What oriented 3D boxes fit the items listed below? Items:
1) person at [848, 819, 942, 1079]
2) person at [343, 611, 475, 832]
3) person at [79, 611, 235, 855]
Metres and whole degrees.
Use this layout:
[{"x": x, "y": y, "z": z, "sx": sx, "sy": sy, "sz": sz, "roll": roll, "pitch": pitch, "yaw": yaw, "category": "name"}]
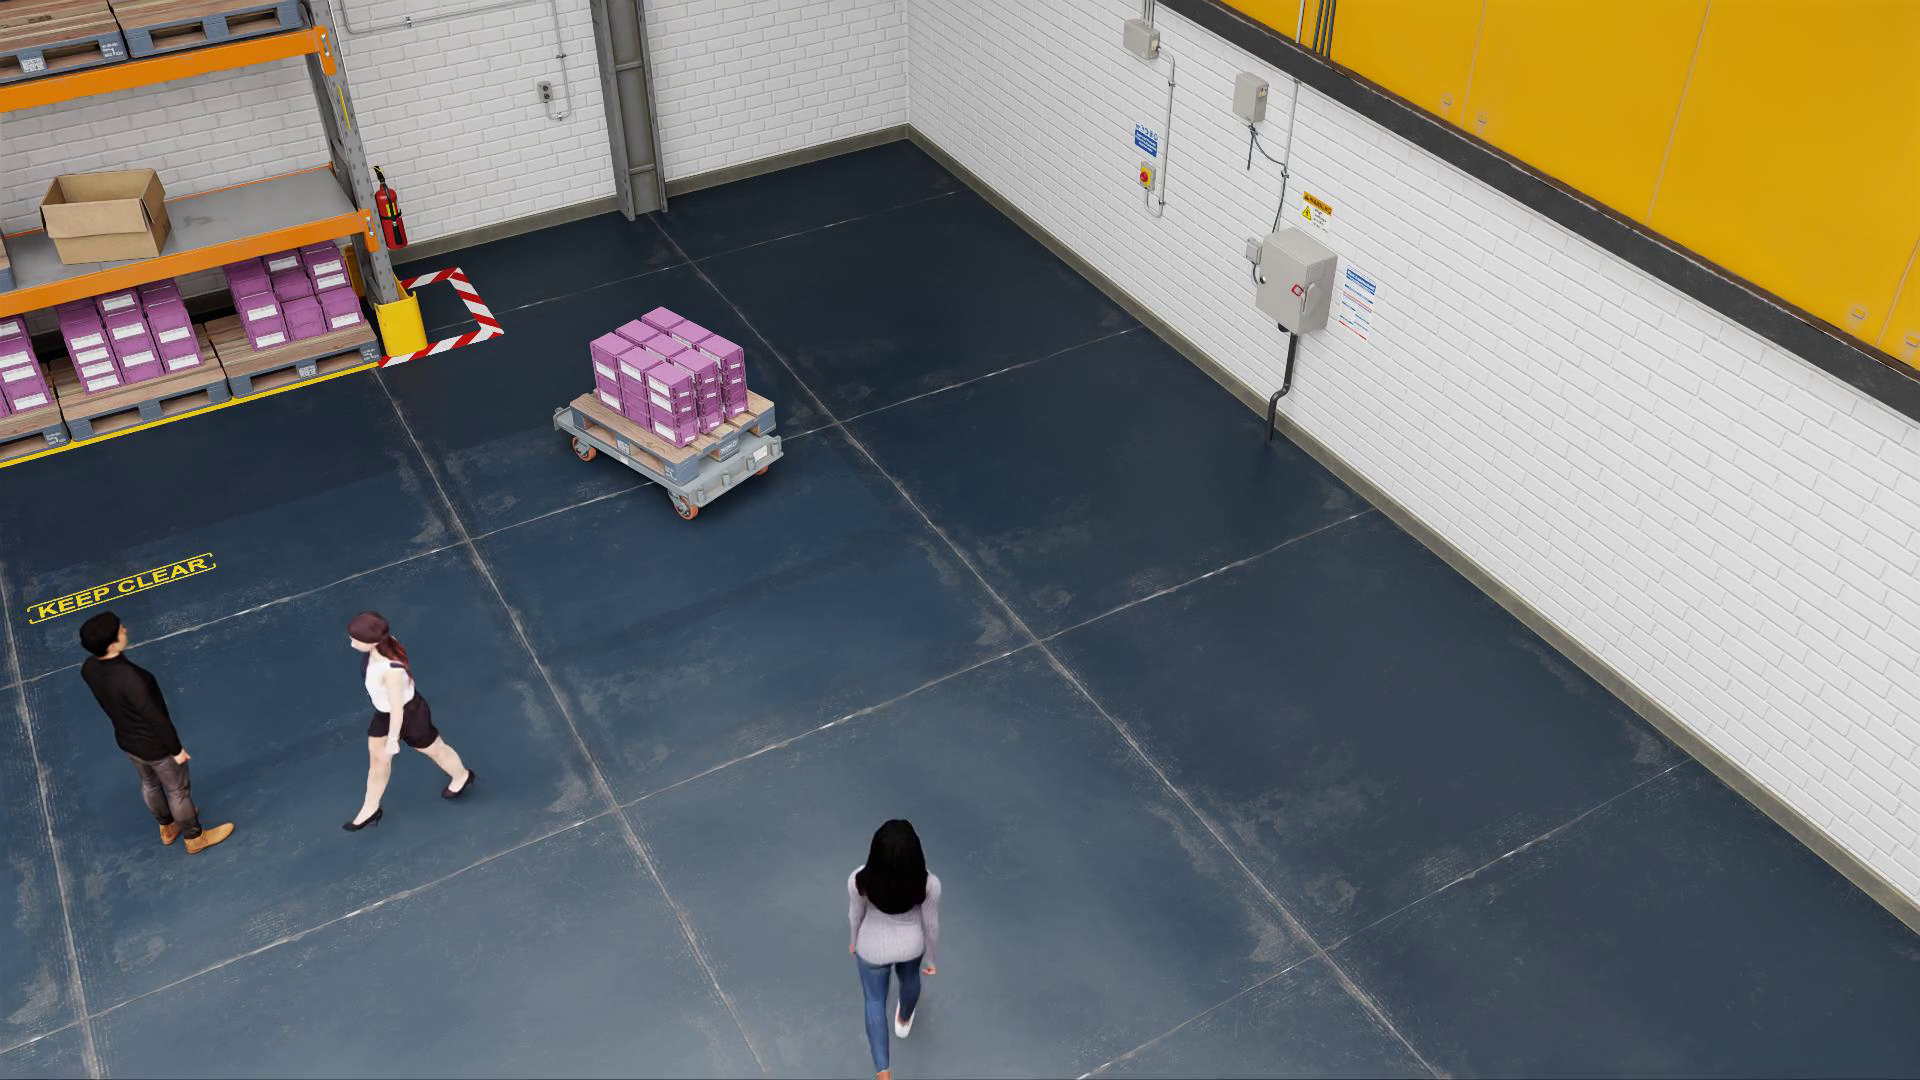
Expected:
[{"x": -0.332, "y": 2.062, "z": 8.123, "sx": 1.070, "sy": 1.717, "sz": 0.983, "roll": -1, "pitch": 39, "yaw": -1, "category": "person"}, {"x": -3.100, "y": 0.992, "z": 9.548, "sx": 1.041, "sy": 1.612, "sz": 0.647, "roll": -23, "pitch": 44, "yaw": -26, "category": "person"}, {"x": -4.569, "y": 1.088, "z": 9.338, "sx": 0.726, "sy": 1.723, "sz": 0.724, "roll": 19, "pitch": 42, "yaw": 22, "category": "person"}]
